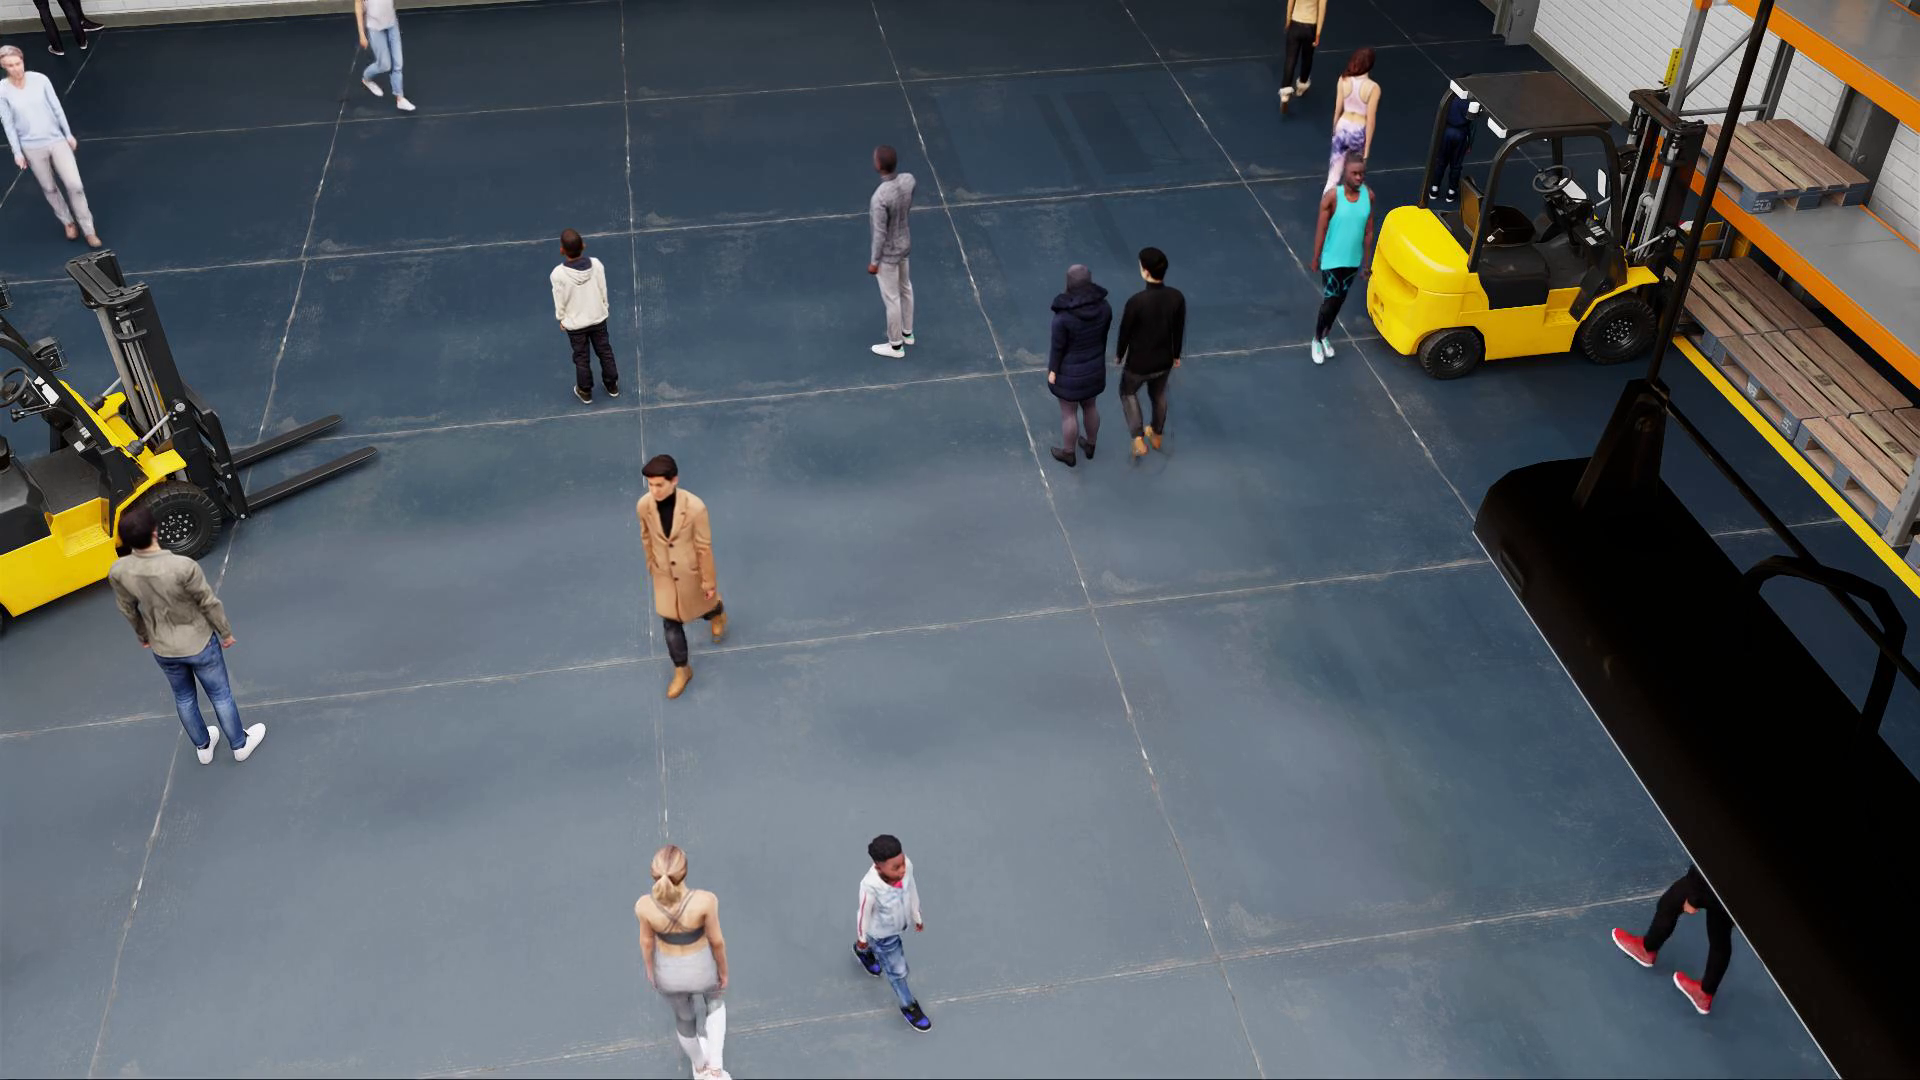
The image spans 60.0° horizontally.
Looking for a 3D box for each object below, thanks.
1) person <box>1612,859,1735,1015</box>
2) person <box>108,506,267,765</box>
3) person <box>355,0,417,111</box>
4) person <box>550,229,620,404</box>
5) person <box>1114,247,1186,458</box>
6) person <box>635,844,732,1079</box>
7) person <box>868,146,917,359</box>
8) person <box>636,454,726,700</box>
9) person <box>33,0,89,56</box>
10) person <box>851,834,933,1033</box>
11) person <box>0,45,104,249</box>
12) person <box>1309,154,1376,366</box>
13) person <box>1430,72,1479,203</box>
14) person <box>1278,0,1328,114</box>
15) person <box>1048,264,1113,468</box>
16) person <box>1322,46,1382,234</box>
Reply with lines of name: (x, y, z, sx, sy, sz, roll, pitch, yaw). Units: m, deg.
person: (3.905, 1.804, 8.445, 0.731, 1.652, 0.909, -15, 41, -18)
person: (-4.585, 0.591, 9.793, 0.729, 1.866, 0.606, -2, 39, -3)
person: (-6.082, -5.309, 17.311, 1.003, 1.703, 0.965, 17, 42, 20)
person: (-2.941, -1.752, 13.058, 0.627, 1.452, 0.582, -17, 42, -20)
person: (1.399, -1.342, 12.331, 0.735, 1.720, 0.786, -12, 40, -14)
person: (-1.322, 2.139, 7.993, 0.558, 1.693, 0.679, -4, 39, -6)
person: (-0.538, -2.344, 13.491, 0.811, 1.837, 0.723, 20, 43, 23)
person: (-1.714, 0.136, 10.495, 0.875, 1.701, 1.129, 7, 39, 8)
person: (-10.212, -6.347, 18.491, 0.748, 1.854, 0.735, -28, 46, -30)
person: (-0.413, 1.936, 8.608, 0.936, 1.243, 0.799, 30, 48, 32)
person: (-8.284, -3.579, 15.014, 0.914, 1.867, 1.065, -22, 43, -25)
person: (3.059, -2.322, 13.495, 0.631, 1.798, 0.637, -10, 40, -12)
person: (4.709, -3.840, 15.831, 0.571, 1.255, 0.602, 14, 41, 17)
person: (3.556, -5.282, 17.338, 0.925, 1.629, 1.187, 11, 40, 14)
person: (0.876, -1.293, 12.306, 0.766, 1.674, 0.771, -21, 43, -24)
person: (3.518, -3.579, 15.131, 1.079, 1.721, 1.243, 19, 42, 22)
